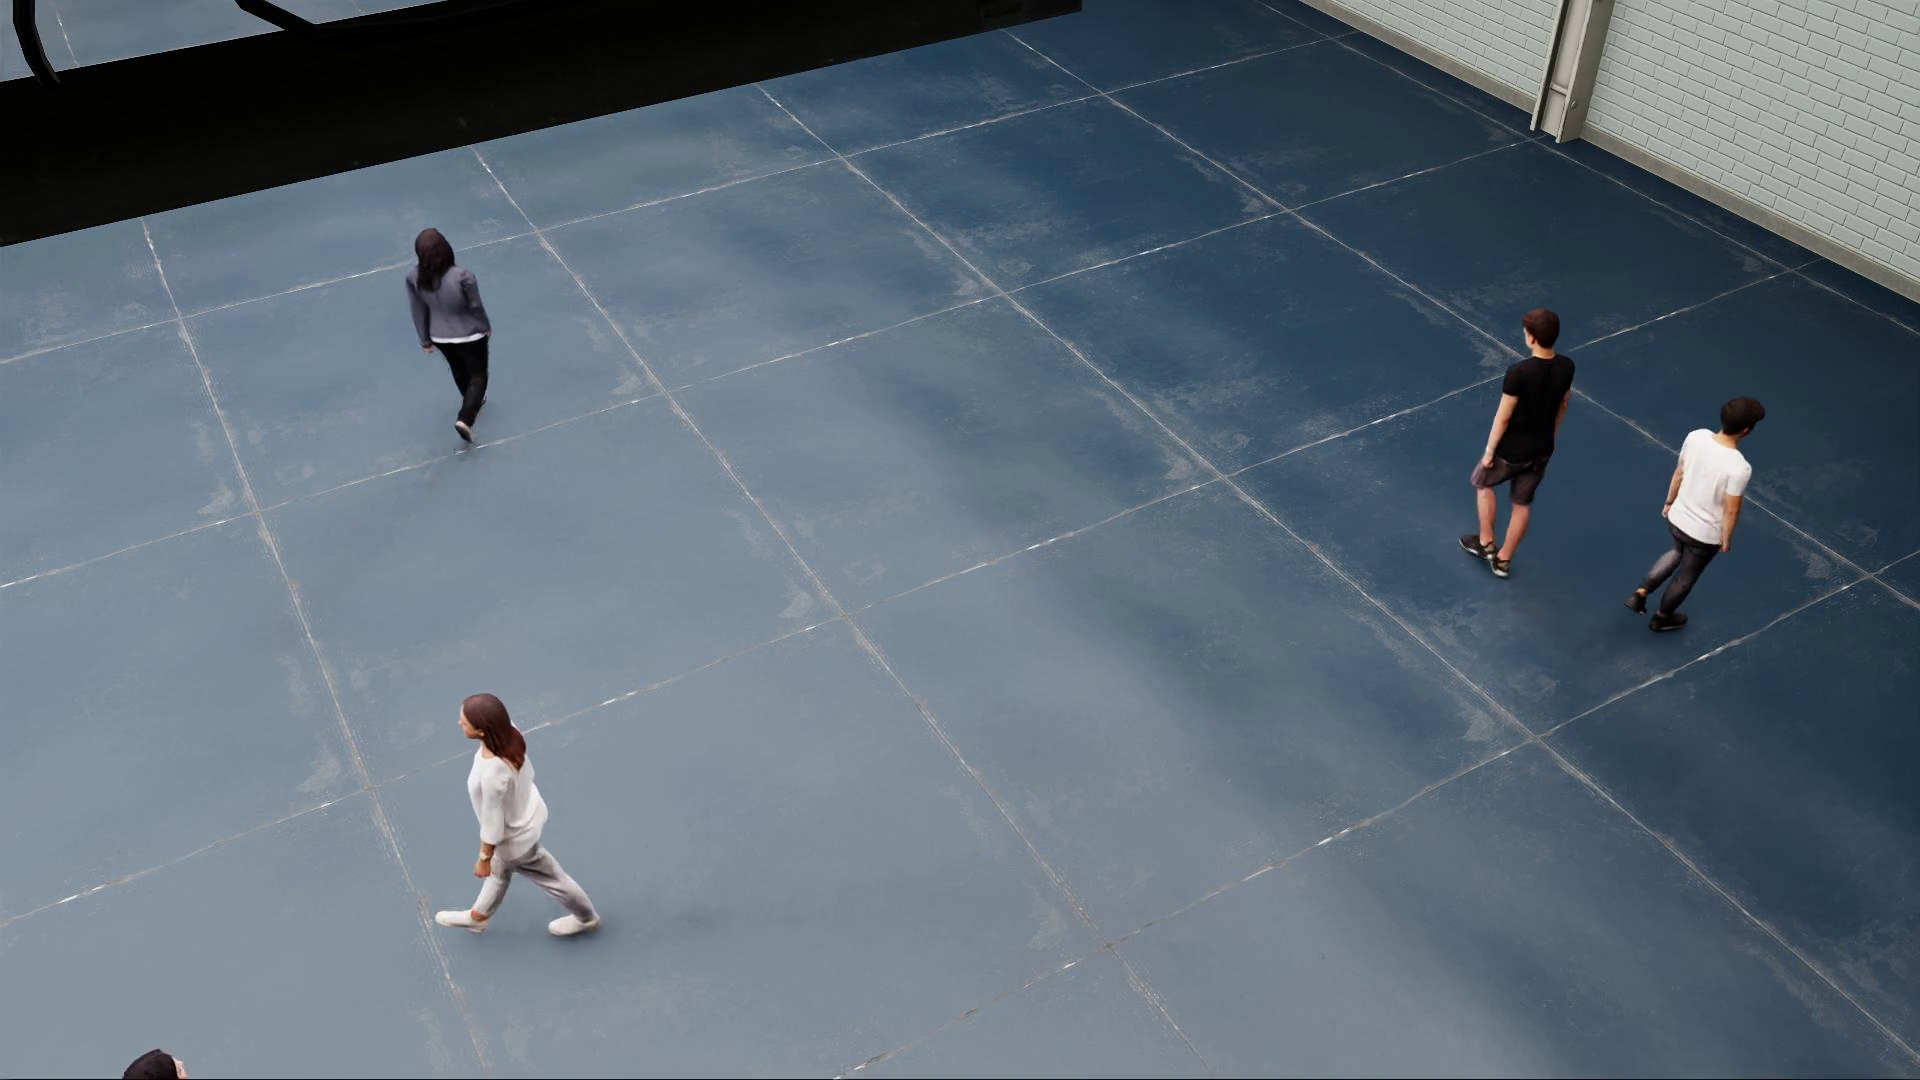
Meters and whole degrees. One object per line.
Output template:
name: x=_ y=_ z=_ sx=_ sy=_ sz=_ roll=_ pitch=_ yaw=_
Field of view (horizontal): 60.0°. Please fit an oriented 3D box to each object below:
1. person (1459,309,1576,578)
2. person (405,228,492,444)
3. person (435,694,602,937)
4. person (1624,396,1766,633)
person: x=3.548 y=-0.536 z=10.377 sx=0.795 sy=1.839 sz=0.761 roll=-10 pitch=39 yaw=-12
person: x=-3.576 y=-1.431 z=11.733 sx=0.976 sy=1.577 sz=1.054 roll=6 pitch=38 yaw=8
person: x=-2.073 y=1.390 z=8.070 sx=0.944 sy=1.647 sz=1.076 roll=-5 pitch=38 yaw=-6
person: x=4.350 y=-0.109 z=9.936 sx=0.746 sy=1.709 sz=0.685 roll=-13 pitch=40 yaw=-16
